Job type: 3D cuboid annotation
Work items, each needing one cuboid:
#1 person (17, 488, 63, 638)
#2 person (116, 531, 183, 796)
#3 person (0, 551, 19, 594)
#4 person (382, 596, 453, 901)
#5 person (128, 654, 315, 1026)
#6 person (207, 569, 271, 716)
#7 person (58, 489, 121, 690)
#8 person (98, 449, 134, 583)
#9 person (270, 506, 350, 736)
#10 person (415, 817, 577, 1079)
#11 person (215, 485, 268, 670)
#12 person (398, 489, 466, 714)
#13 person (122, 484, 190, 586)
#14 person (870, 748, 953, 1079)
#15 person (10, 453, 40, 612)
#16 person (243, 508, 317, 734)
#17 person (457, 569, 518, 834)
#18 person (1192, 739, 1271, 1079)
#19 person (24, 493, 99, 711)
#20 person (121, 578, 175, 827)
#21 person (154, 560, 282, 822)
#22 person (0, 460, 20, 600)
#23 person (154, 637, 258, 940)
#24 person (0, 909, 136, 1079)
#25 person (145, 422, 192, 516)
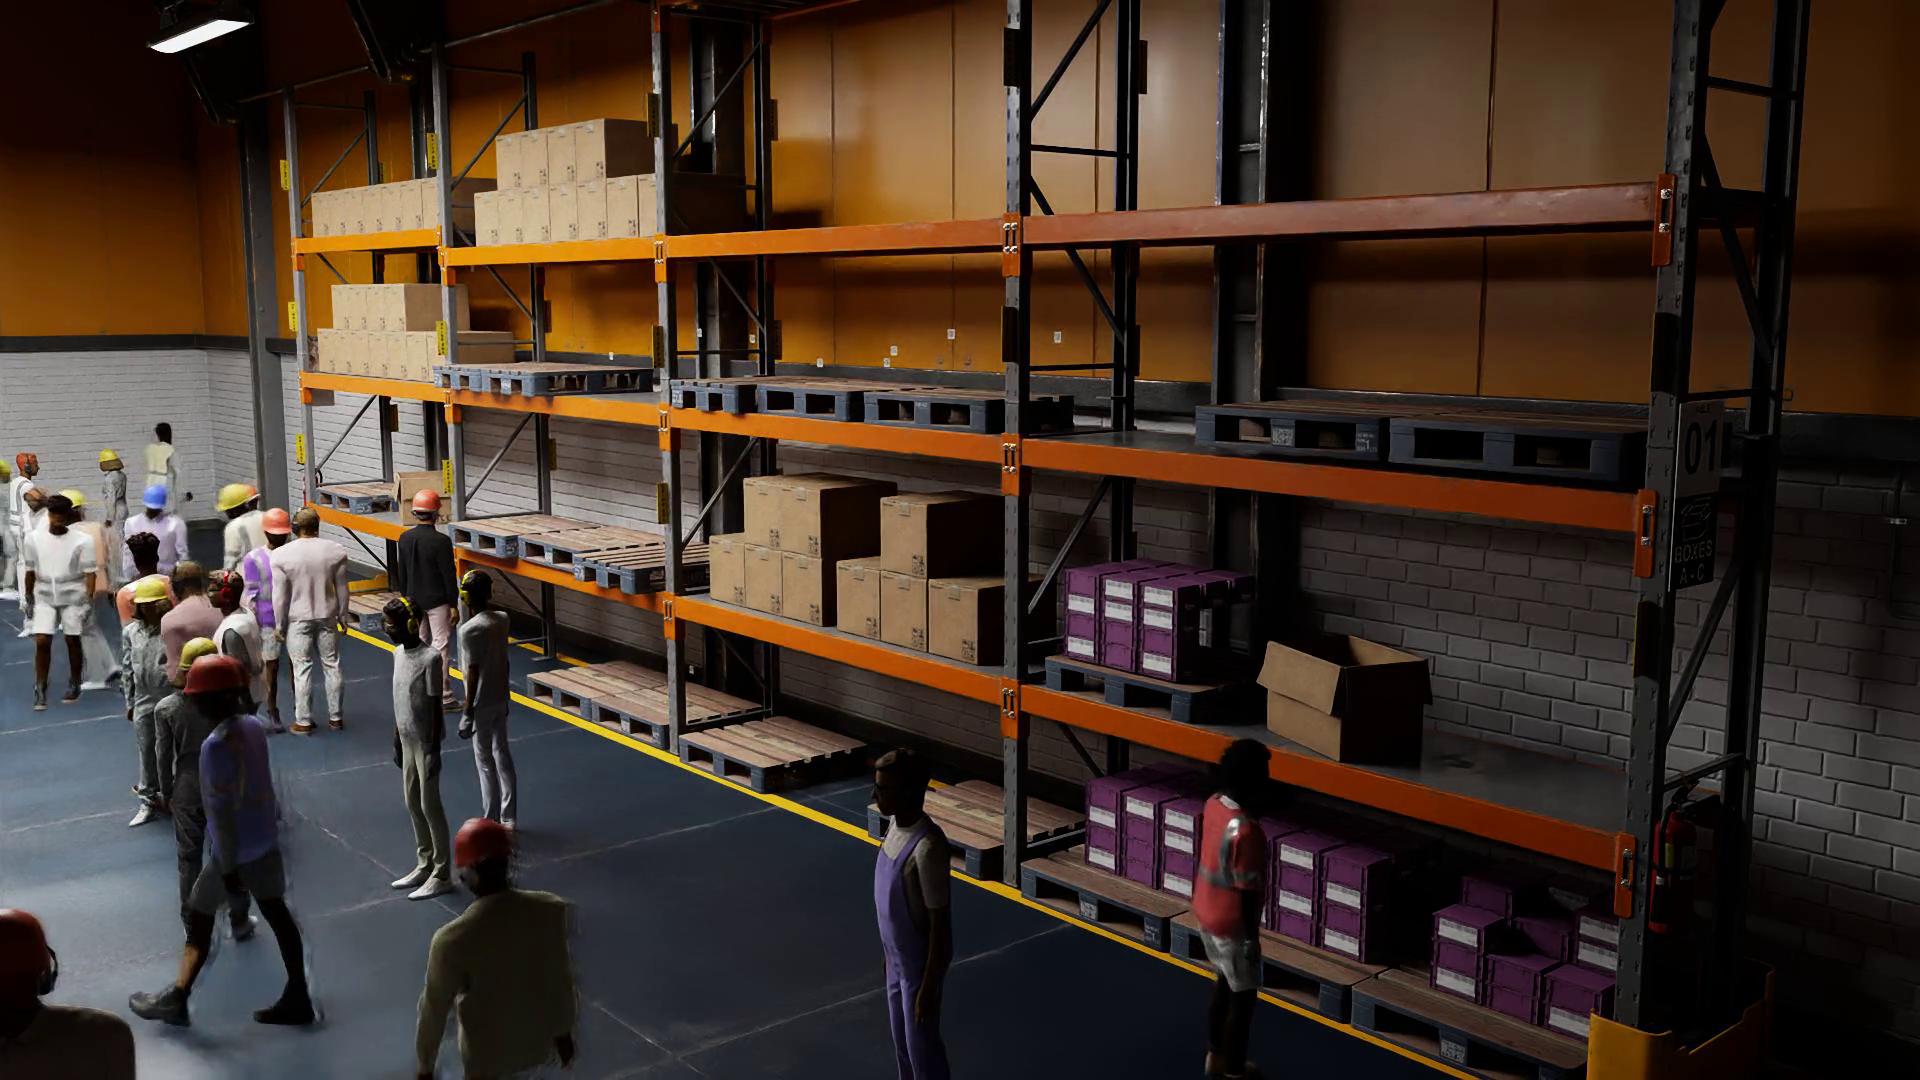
[{"bbox_3d":[-10.055,0.228,18.235,0.518,1.608,0.744,0,8,1],"label":"person"},{"bbox_3d":[-5.942,0.909,12.290,0.362,1.961,0.614,3,9,23],"label":"person"},{"bbox_3d":[-12.003,-0.094,20.472,0.724,1.612,0.526,-2,8,-11],"label":"person"},{"bbox_3d":[-3.346,1.264,10.220,0.521,1.856,0.351,7,11,42],"label":"person"},{"bbox_3d":[-3.725,1.513,8.338,0.981,1.885,0.549,1,8,5],"label":"person"},{"bbox_3d":[-4.902,1.108,11.316,0.390,1.847,0.563,-3,9,-19],"label":"person"},{"bbox_3d":[-8.195,0.472,15.534,0.437,1.905,0.586,2,8,14],"label":"person"},{"bbox_3d":[-10.967,-0.312,21.574,0.311,1.735,0.484,-1,8,-6],"label":"person"},{"bbox_3d":[-5.455,0.676,13.998,0.635,1.939,0.366,-6,10,-37],"label":"person"},{"bbox_3d":[-1.747,1.894,6.248,0.567,1.718,0.598,6,10,37],"label":"person"},{"bbox_3d":[-6.910,0.393,16.194,0.374,1.880,0.687,2,9,17],"label":"person"},{"bbox_3d":[-4.677,0.544,14.708,0.622,1.996,0.368,4,9,25],"label":"person"},{"bbox_3d":[-7.879,0.363,16.384,0.644,1.892,0.896,0,8,-2],"label":"person"},{"bbox_3d":[-0.201,1.752,6.843,0.327,1.844,0.514,-3,9,-20],"label":"person"},{"bbox_3d":[-10.950,-0.088,19.545,0.350,1.878,0.567,-8,11,-43],"label":"person"},{"bbox_3d":[-5.725,0.678,14.045,0.550,1.925,0.392,-8,11,-42],"label":"person"},{"bbox_3d":[-3.203,1.118,11.192,0.332,1.865,0.520,3,9,17],"label":"person"},{"bbox_3d":[1.267,1.731,7.564,0.378,1.685,0.551,-2,8,-13],"label":"person"},{"bbox_3d":[-8.076,0.543,14.934,0.659,1.928,0.656,-2,8,-12],"label":"person"},{"bbox_3d":[-5.560,1.124,11.556,0.486,1.744,0.310,-1,8,-4],"label":"person"},{"bbox_3d":[-5.200,1.075,11.519,1.116,1.866,0.646,4,9,27],"label":"person"},{"bbox_3d":[-11.627,-0.107,20.213,0.489,1.714,0.502,8,11,44],"label":"person"},{"bbox_3d":[-4.309,1.418,9.517,0.493,1.743,0.311,-2,8,-15],"label":"person"},{"bbox_3d":[-2.632,1.990,4.717,0.616,1.986,0.407,-4,9,-25],"label":"person"},{"bbox_3d":[-11.383,-0.738,23.948,0.654,1.902,0.531,5,9,29],"label":"person"}]
